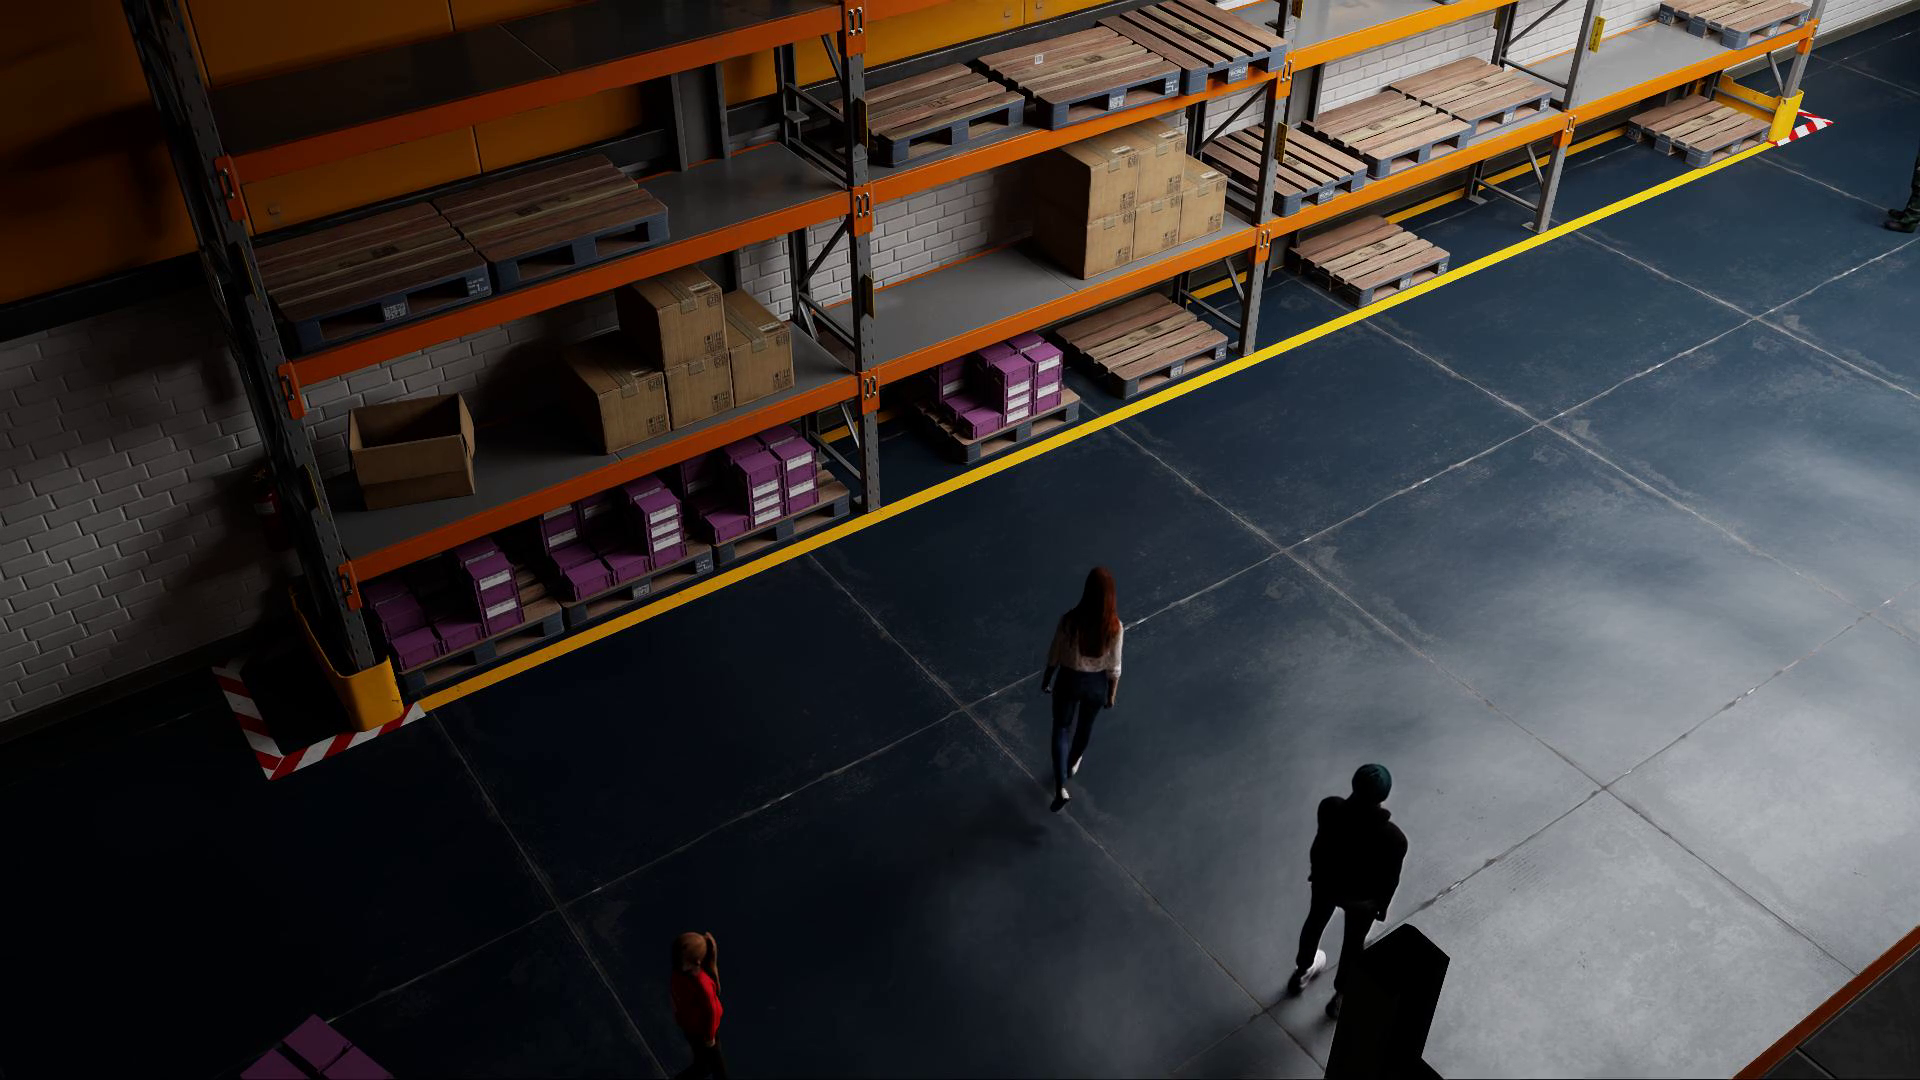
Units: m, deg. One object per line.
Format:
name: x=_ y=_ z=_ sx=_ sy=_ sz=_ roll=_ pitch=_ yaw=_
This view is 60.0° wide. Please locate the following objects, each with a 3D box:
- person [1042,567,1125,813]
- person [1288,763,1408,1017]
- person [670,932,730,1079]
person: x=0.756 y=0.958 z=10.309 sx=1.014 sy=1.702 sz=1.060 roll=2 pitch=39 yaw=3
person: x=2.104 y=1.882 z=9.061 sx=0.731 sy=1.817 sz=0.699 roll=24 pitch=44 yaw=27
person: x=-1.373 y=2.499 z=8.718 sx=0.518 sy=1.281 sz=0.514 roll=-29 pitch=47 yaw=-31
